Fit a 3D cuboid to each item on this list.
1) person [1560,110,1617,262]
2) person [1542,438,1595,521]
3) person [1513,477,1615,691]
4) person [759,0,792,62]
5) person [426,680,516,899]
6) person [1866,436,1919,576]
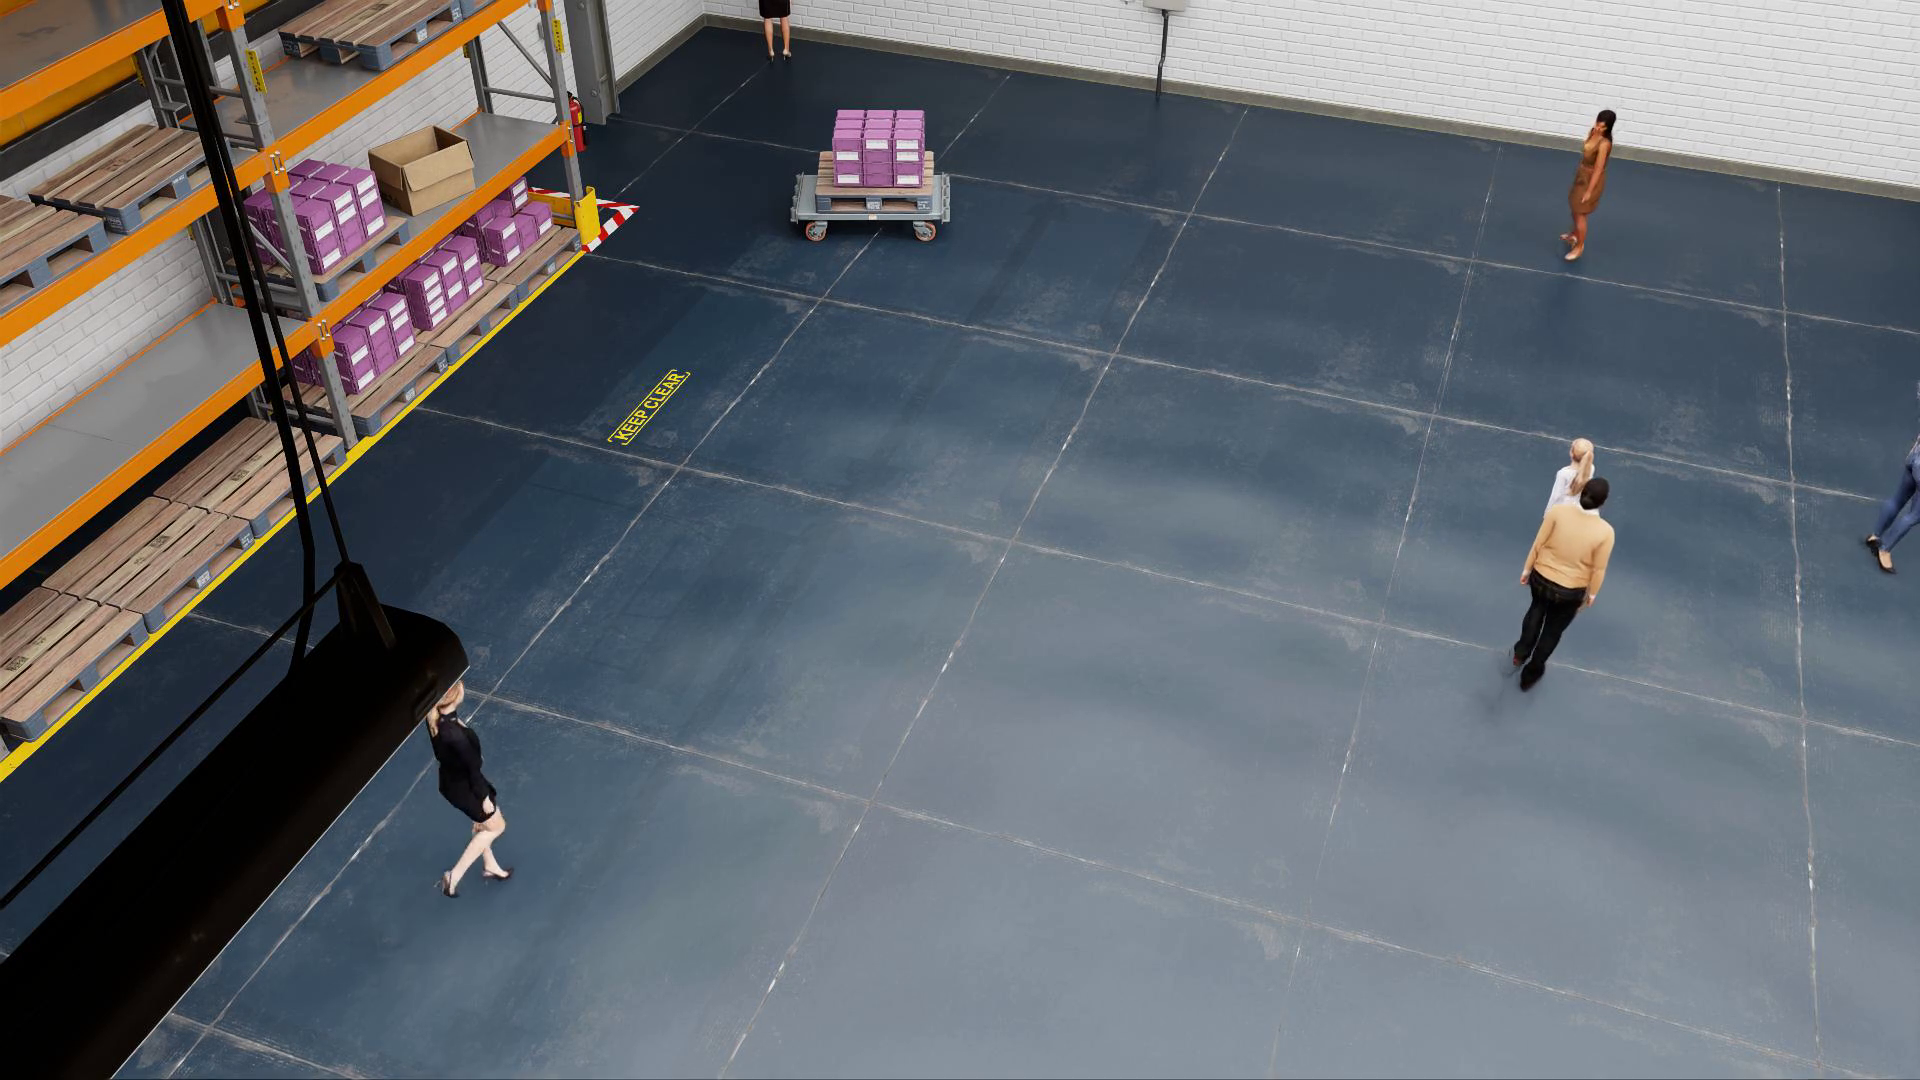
[{"bbox_3d":[6.273,-3.544,16.584,0.889,1.646,0.581,10,40,13],"label":"person"},{"bbox_3d":[4.637,-0.233,12.733,0.579,1.278,0.628,-12,40,-15],"label":"person"},{"bbox_3d":[4.155,0.342,11.653,0.778,1.727,0.795,27,46,29],"label":"person"},{"bbox_3d":[-2.308,-6.807,20.584,0.715,1.755,0.686,-4,39,-4],"label":"person"},{"bbox_3d":[-3.065,1.562,10.109,0.871,1.748,0.765,-30,47,-32],"label":"person"},{"bbox_3d":[7.351,-0.553,12.735,0.797,1.777,0.501,-1,39,-1],"label":"person"}]
